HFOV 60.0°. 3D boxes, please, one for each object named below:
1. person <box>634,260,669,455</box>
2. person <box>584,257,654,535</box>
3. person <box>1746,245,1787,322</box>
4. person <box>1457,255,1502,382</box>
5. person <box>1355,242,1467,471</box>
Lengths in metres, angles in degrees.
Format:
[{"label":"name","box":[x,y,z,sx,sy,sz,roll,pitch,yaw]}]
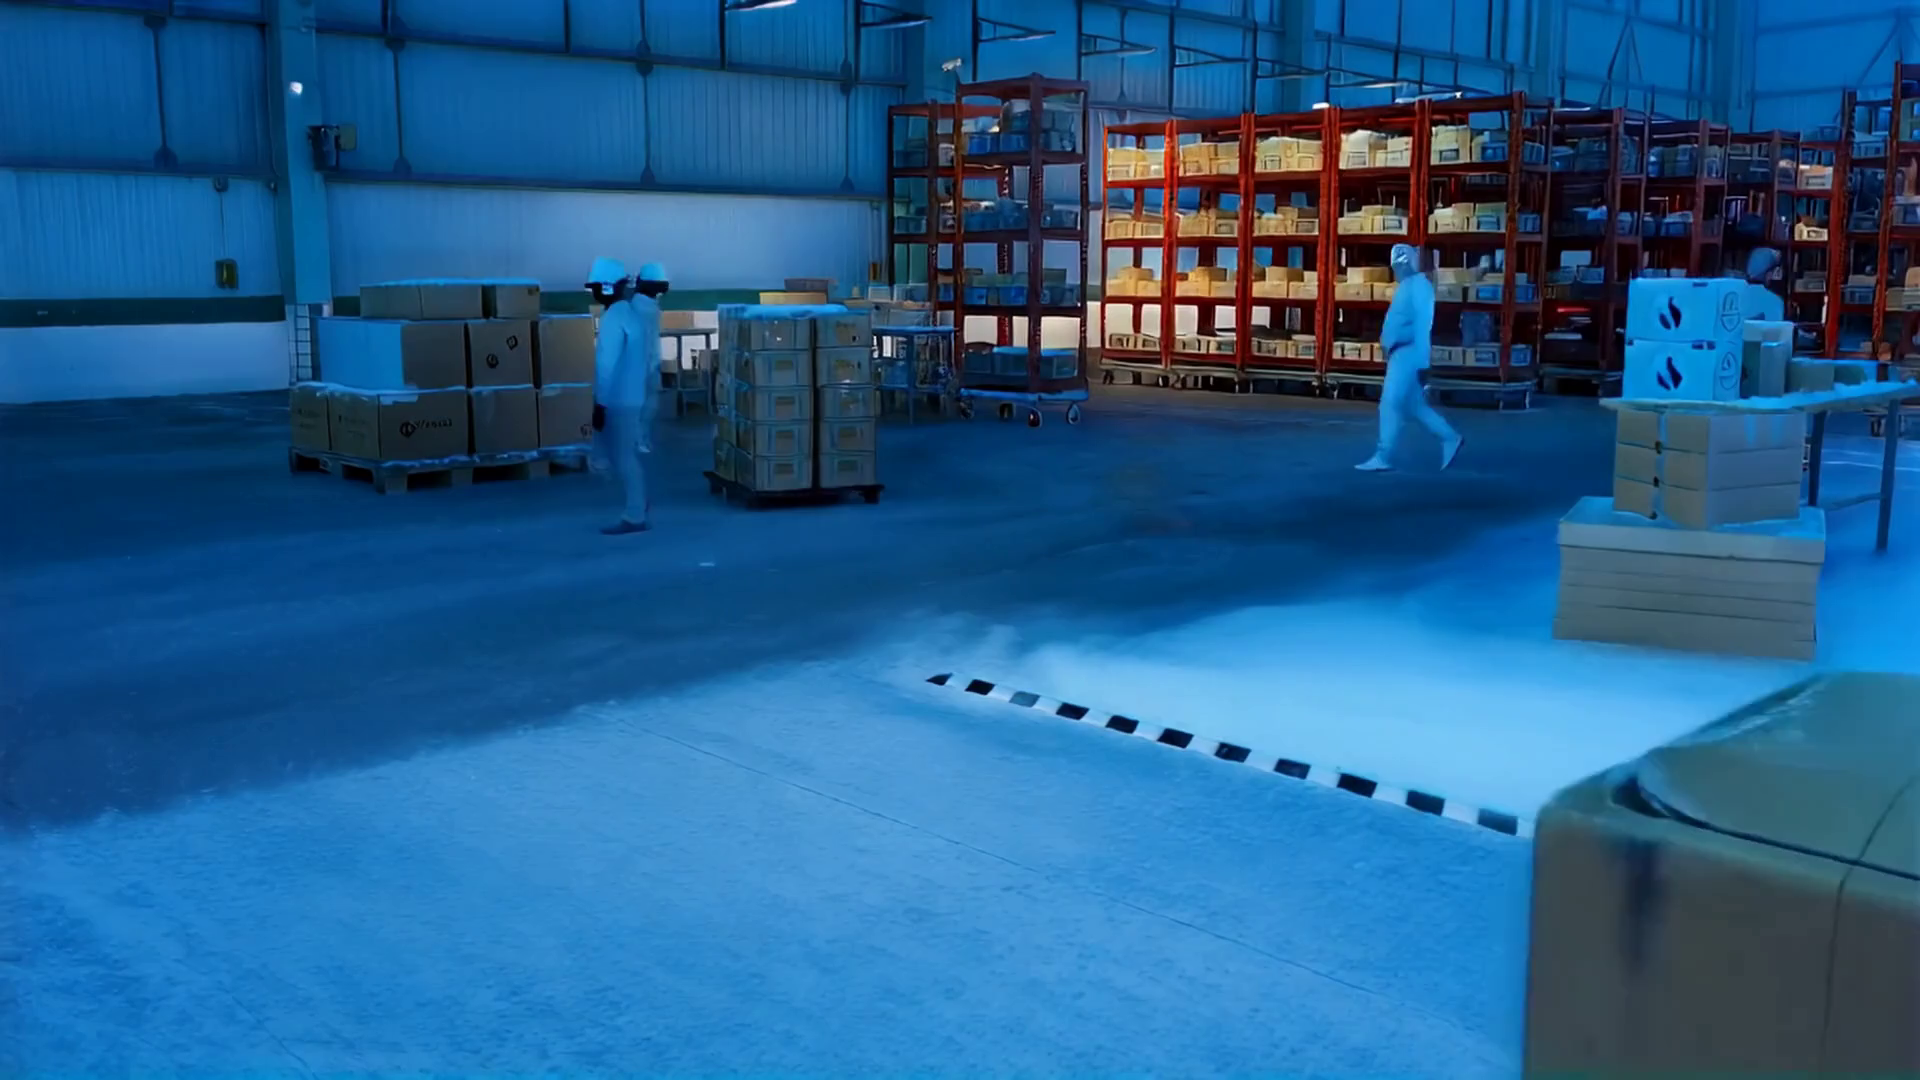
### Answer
[{"label":"person","box":[-2.753,-1.618,14.819,0.395,1.723,0.550,0,9,2]},{"label":"person","box":[-2.139,-0.884,10.365,0.395,1.731,0.571,-1,10,-7]},{"label":"person","box":[5.155,-1.009,10.880,0.516,1.810,0.567,0,9,-2]},{"label":"person","box":[7.415,-3.138,23.732,0.672,1.819,0.408,2,10,13]},{"label":"person","box":[3.725,-1.488,13.588,0.836,1.878,0.641,2,10,9]}]
